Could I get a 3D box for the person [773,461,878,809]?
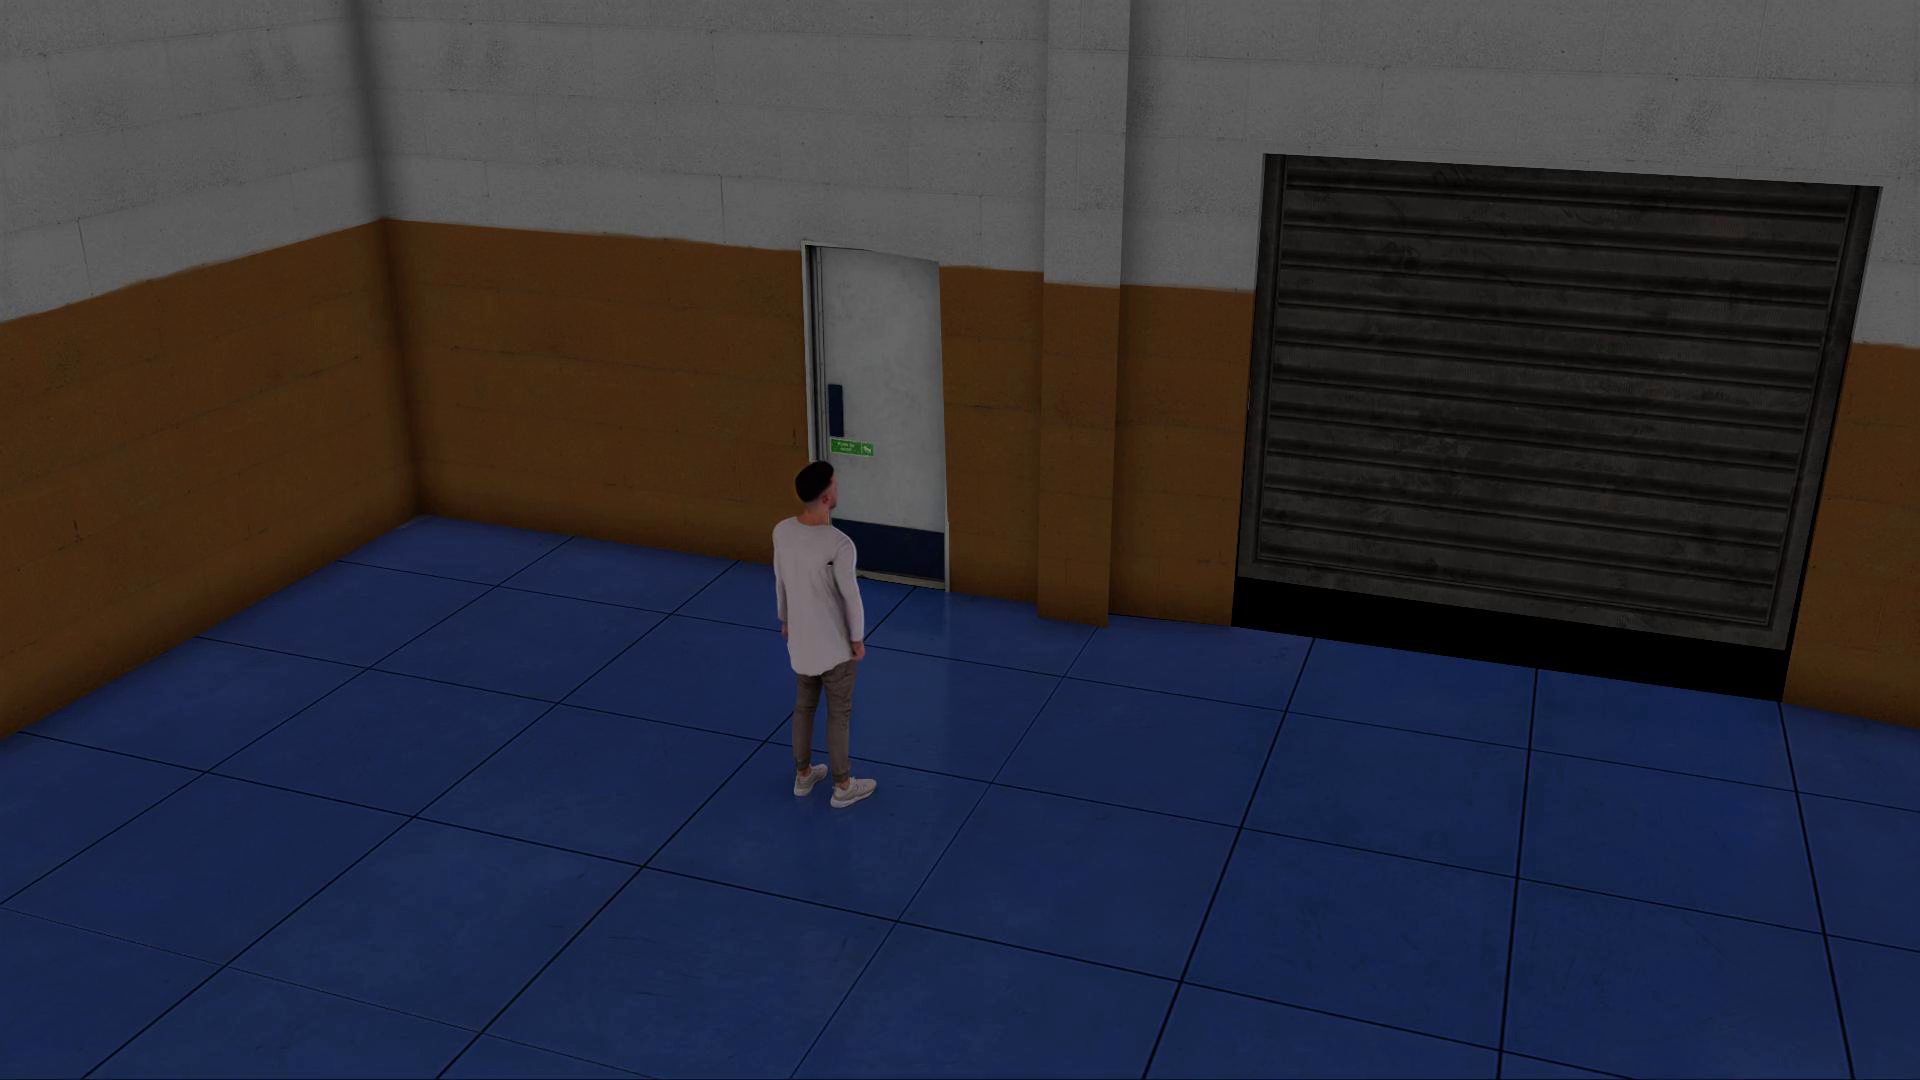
[{"bbox_3d":[-0.700,0.468,8.390,0.580,1.840,0.784,14,26,31],"label":"person"}]
